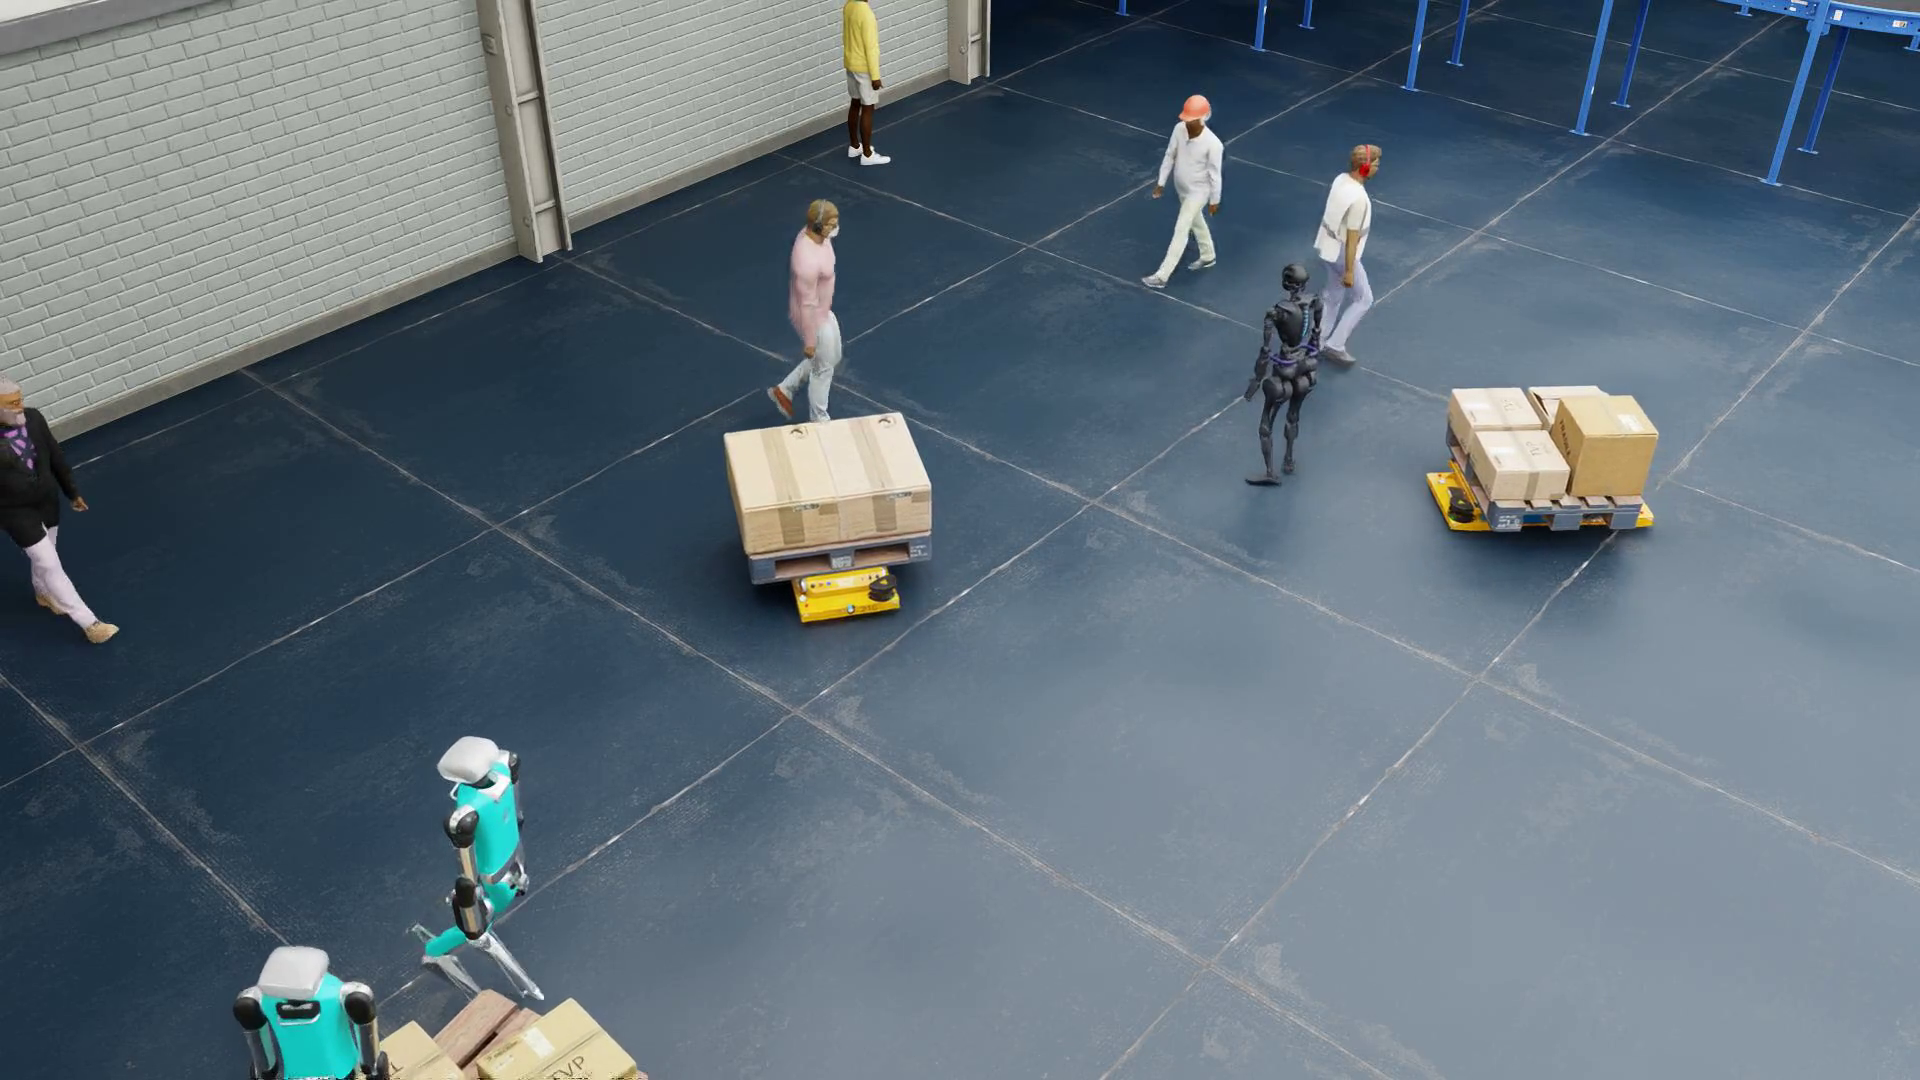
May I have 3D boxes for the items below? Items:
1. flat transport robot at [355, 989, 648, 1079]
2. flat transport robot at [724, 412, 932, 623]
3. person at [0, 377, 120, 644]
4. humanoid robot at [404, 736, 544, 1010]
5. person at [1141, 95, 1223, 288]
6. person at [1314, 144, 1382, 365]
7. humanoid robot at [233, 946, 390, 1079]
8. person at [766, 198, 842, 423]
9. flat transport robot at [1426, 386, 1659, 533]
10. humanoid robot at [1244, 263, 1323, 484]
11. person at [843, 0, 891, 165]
[{"bbox_3d":[-2.091,2.820,7.427,1.431,0.231,0.659,19,40,25],"label":"flat transport robot"},{"bbox_3d":[-0.883,0.030,11.345,0.659,0.231,1.431,-8,36,-11],"label":"flat transport robot"},{"bbox_3d":[-5.707,-0.201,10.341,0.963,1.800,0.554,15,38,20],"label":"person"},{"bbox_3d":[-2.343,1.635,7.823,0.673,1.789,0.554,8,36,11],"label":"humanoid robot"},{"bbox_3d":[1.973,-3.041,14.423,0.925,1.693,0.560,-18,39,-23],"label":"person"},{"bbox_3d":[3.077,-2.255,13.213,0.504,1.820,0.590,-4,36,-6],"label":"person"},{"bbox_3d":[-2.542,2.486,6.628,0.548,1.758,0.835,-3,36,-4],"label":"humanoid robot"},{"bbox_3d":[-1.139,-1.618,12.249,0.574,1.910,0.679,0,35,0],"label":"person"},{"bbox_3d":[4.124,-0.331,11.852,1.431,0.231,0.659,-1,35,-2],"label":"flat transport robot"},{"bbox_3d":[2.344,-1.195,11.846,0.601,1.643,0.373,-20,40,-26],"label":"humanoid robot"},{"bbox_3d":[-0.968,-4.700,16.583,0.363,1.898,0.549,-18,39,-23],"label":"person"}]
